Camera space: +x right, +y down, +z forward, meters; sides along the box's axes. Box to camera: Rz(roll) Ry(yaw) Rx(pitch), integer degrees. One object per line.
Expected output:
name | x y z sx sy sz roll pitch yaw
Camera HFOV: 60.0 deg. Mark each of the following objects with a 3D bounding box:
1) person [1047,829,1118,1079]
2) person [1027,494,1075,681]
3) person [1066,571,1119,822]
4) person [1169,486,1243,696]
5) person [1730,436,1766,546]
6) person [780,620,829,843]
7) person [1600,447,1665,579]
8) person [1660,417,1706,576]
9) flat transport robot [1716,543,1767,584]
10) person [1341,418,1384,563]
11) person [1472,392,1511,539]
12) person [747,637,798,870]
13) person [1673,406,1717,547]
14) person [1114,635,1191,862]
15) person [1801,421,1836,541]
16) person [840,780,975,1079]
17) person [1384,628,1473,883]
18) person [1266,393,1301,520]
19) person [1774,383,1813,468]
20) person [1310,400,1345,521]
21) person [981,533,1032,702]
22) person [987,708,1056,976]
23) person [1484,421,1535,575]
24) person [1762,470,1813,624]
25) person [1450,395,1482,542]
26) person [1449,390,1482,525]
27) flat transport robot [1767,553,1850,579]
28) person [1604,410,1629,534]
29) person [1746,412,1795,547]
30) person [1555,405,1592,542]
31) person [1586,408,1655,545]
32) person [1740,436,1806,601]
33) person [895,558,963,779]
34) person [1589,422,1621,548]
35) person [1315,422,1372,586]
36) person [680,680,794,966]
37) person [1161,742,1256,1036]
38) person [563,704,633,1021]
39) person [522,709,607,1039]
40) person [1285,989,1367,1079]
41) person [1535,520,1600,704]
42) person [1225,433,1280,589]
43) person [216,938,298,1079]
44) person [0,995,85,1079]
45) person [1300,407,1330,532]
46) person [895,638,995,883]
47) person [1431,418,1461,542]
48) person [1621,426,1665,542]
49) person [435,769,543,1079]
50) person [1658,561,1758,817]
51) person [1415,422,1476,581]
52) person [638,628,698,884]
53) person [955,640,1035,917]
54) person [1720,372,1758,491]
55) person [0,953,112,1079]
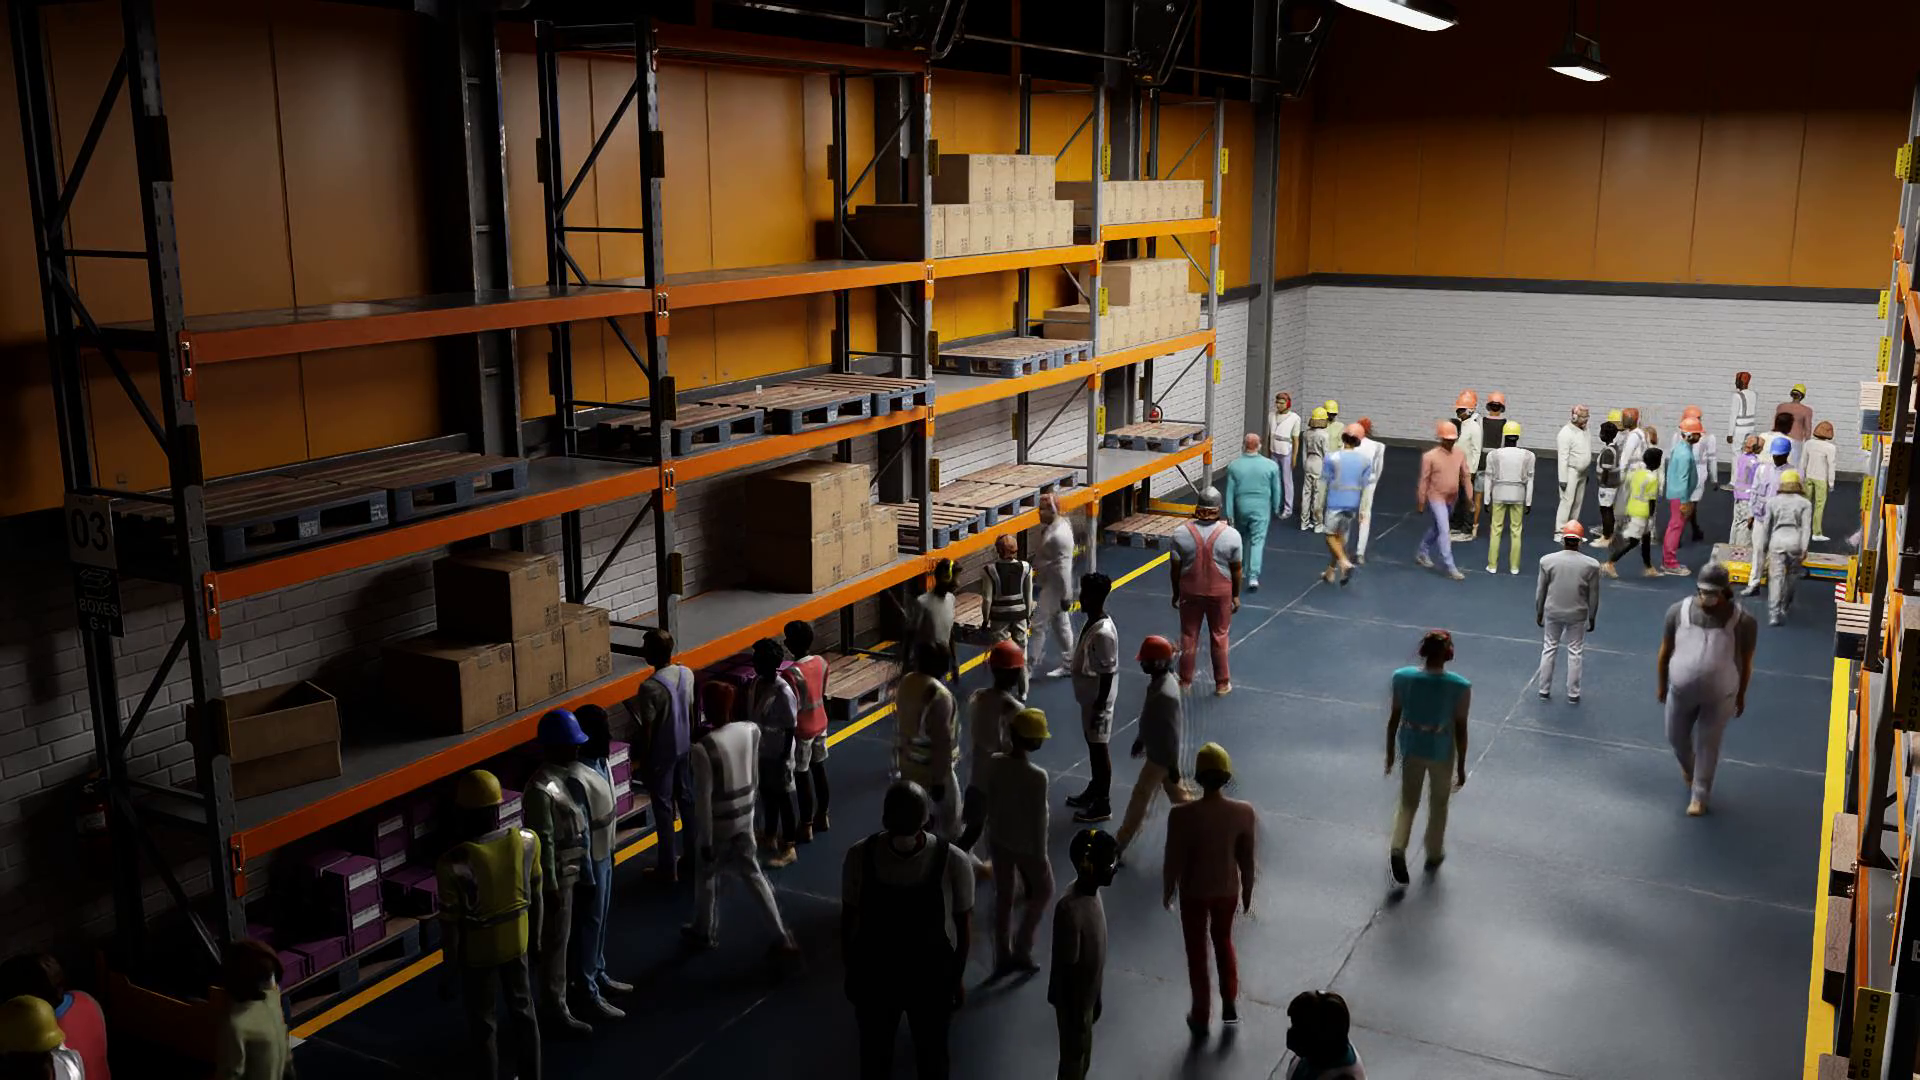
person | 0.605 2.302 8.228 0.329 1.861 0.506 4 13 15
person | 0.782 0.474 16.341 0.842 1.881 0.664 -1 13 -3
person | 1.037 1.207 12.897 0.361 1.953 0.613 -1 13 -4
person | 2.361 0.480 15.959 0.688 2.000 0.539 3 13 12
person | 10.145 -0.537 21.439 0.321 1.631 0.527 0 13 2
person | -1.178 1.426 12.493 0.317 1.697 0.540 6 14 27
person | 8.311 -0.328 20.429 0.815 1.662 0.535 1 13 3
person | 8.984 -0.544 20.682 0.396 1.989 0.619 4 13 18
flat transport robot | 9.768 0.281 20.848 0.652 0.197 1.431 6 14 26
person | 5.179 -0.679 21.606 0.574 1.830 1.004 1 13 5
person | 7.230 -1.007 22.660 0.617 2.028 0.409 4 13 17
person | -1.371 1.529 12.038 0.315 1.696 0.540 -9 15 -35
person | 9.819 -0.859 22.339 0.571 1.874 0.984 12 17 43
person | 1.385 1.518 12.073 0.894 1.704 0.569 1 13 6
person | 11.684 -0.808 22.649 0.265 1.631 0.508 -5 14 -22
person | -0.277 2.174 8.374 0.683 2.000 0.538 1 13 4
person | 3.285 1.534 11.772 0.576 1.816 0.794 6 14 27
person | 4.678 -1.224 24.055 0.385 1.836 0.564 -9 15 -35
person | 12.840 -1.544 25.674 0.535 1.755 0.342 10 16 38
person | 5.264 -1.135 23.829 0.525 1.761 0.340 -2 13 -8
person | 0.443 0.748 15.663 0.515 1.641 0.314 -4 13 -18
person | 0.368 1.880 10.358 0.542 1.737 0.397 12 17 43
person | 6.816 -0.517 20.706 0.589 1.919 0.395 3 13 15
person | 9.238 0.069 18.627 0.493 1.661 0.954 8 15 31
person | 6.828 -0.979 22.595 0.380 1.996 0.608 -2 13 -10
person | 7.185 -1.178 23.644 0.385 1.929 0.543 -7 14 -28
flat transport robot | 10.807 0.332 20.619 1.431 0.197 0.652 6 14 26
person | 9.021 -0.930 22.969 0.483 1.738 0.320 -7 14 -27
person | 10.601 -0.747 21.811 0.457 1.891 0.626 -3 13 -15
person | 8.270 -0.879 22.386 0.654 1.894 0.401 -11 17 -41
person | 8.970 -0.862 22.405 0.962 1.834 0.605 6 14 25
person | 9.517 -0.253 19.457 0.389 1.946 0.603 -10 16 -38
person | -0.273 1.078 13.797 0.339 1.823 0.684 11 17 41
person | 8.637 -0.737 22.200 0.322 1.690 0.534 7 14 29
person | 4.648 -0.414 20.048 0.648 2.003 0.729 -3 13 -12
person | -1.438 1.786 10.539 0.930 1.853 0.571 12 17 42
person | 1.436 2.029 9.683 0.525 1.755 0.378 -3 13 -12
person | -2.194 1.895 9.899 0.385 1.918 0.596 0 13 -1
person | -2.320 1.922 9.714 0.384 1.948 0.605 1 13 5
person | 1.428 2.658 6.673 0.429 1.839 0.628 1 13 4
person | 5.747 0.674 15.765 0.569 1.743 0.349 6 14 27
person | 3.532 -0.362 20.147 0.640 1.864 0.989 3 13 15
person | -3.228 2.553 7.640 0.566 1.609 0.538 0 13 -1
person | -3.685 2.669 6.660 0.403 1.825 0.595 5 14 23
person | 4.971 -0.979 23.167 0.294 1.744 0.486 -9 15 -35
person | -0.112 1.560 11.632 0.811 1.809 0.646 -8 15 -32
person | 6.600 -0.822 22.592 0.353 1.687 0.536 4 13 19
person | 9.172 -0.730 22.387 0.797 1.596 0.517 -12 17 -42
person | -2.477 2.138 8.794 0.588 1.926 0.372 -12 17 -43
person | 5.880 1.110 13.140 0.689 2.000 0.734 8 15 33
person | 6.009 -0.531 20.740 0.613 1.950 1.056 -5 14 -22
person | -2.075 1.520 11.779 0.334 1.838 0.509 9 15 35
person | 0.231 1.618 11.246 1.034 1.886 0.561 -11 17 -41
person | 12.274 -1.708 26.142 0.574 1.876 0.354 -8 15 -33
person | -3.790 2.590 7.006 0.430 1.837 0.622 -1 13 -5
